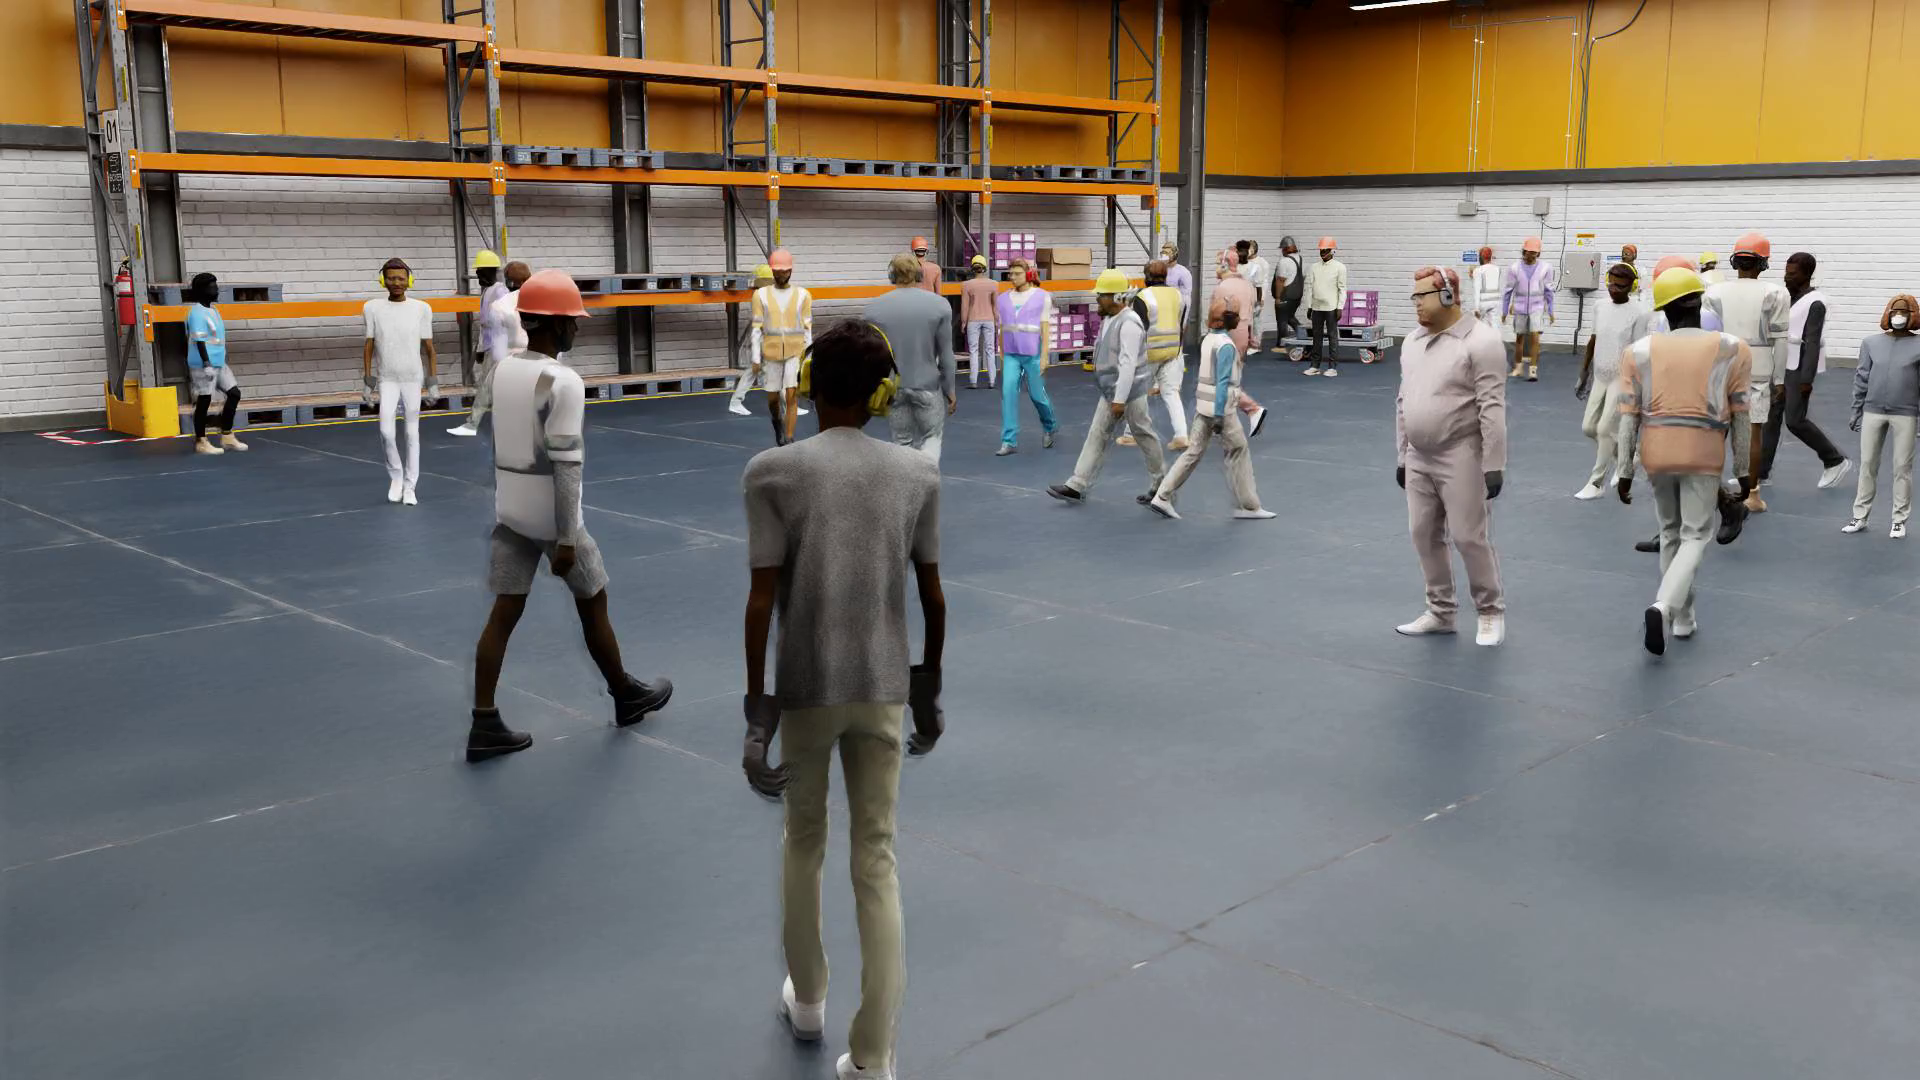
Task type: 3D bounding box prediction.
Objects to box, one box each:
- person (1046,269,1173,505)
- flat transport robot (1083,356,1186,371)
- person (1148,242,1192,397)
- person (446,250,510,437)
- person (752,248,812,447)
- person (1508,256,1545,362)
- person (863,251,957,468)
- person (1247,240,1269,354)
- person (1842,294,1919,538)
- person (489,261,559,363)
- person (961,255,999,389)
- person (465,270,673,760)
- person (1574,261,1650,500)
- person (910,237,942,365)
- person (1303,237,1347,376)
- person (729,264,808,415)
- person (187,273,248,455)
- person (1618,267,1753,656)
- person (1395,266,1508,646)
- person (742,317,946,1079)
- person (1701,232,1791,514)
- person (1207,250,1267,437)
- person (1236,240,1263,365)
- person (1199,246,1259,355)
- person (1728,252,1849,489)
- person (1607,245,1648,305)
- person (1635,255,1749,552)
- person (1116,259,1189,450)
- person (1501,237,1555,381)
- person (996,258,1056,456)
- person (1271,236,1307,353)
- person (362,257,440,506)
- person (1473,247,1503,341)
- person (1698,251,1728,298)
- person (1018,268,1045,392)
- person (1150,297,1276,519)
[{"bbox_3d":[1.171,-1.124,12.401,0.986,1.768,0.604,-3,11,-15],"label":"person"},{"bbox_3d":[2.567,-2.594,24.516,0.652,0.197,1.431,-10,14,-44],"label":"flat transport robot"},{"bbox_3d":[2.601,-2.743,20.795,0.636,1.938,0.357,10,14,44],"label":"person"},{"bbox_3d":[-4.705,-1.983,16.828,1.015,1.873,0.602,-5,12,-26],"label":"person"},{"bbox_3d":[-1.629,-1.719,15.284,0.556,1.913,0.848,-1,10,-5],"label":"person"},{"bbox_3d":[9.109,-3.763,26.658,0.534,1.822,0.407,-5,11,-25],"label":"person"},{"bbox_3d":[-0.351,-1.033,11.519,0.653,1.917,0.521,0,10,3],"label":"person"},{"bbox_3d":[4.969,-4.144,28.421,0.630,1.940,0.372,10,15,44],"label":"person"},{"bbox_3d":[6.262,-0.833,11.192,0.500,1.636,0.282,10,15,44],"label":"person"},{"bbox_3d":[-3.547,-1.385,13.712,0.616,1.822,0.790,-7,13,-34],"label":"person"},{"bbox_3d":[0.259,-2.865,21.933,0.523,1.762,0.329,-2,11,-13],"label":"person"},{"bbox_3d":[-1.613,-0.114,6.591,0.568,1.885,0.982,7,13,35],"label":"person"},{"bbox_3d":[5.036,-1.220,12.753,0.594,1.832,0.612,-5,12,-27],"label":"person"},{"bbox_3d":[-0.539,-3.100,22.571,0.610,1.996,0.378,-5,11,-25],"label":"person"},{"bbox_3d":[5.266,-3.357,23.977,0.611,1.995,0.380,10,15,44],"label":"person"},{"bbox_3d":[-2.211,-2.248,18.737,0.891,1.698,0.501,-2,11,-9],"label":"person"},{"bbox_3d":[-6.846,-1.616,15.325,0.553,1.676,0.558,-1,10,-4],"label":"person"},{"bbox_3d":[3.505,-0.384,8.104,0.602,1.872,0.870,8,13,36],"label":"person"},{"bbox_3d":[2.467,-0.416,8.301,0.552,1.879,0.683,-6,12,-29],"label":"person"},{"bbox_3d":[-0.282,0.392,4.016,0.539,1.813,0.815,-2,11,-12],"label":"person"},{"bbox_3d":[5.697,-1.209,12.128,0.608,2.044,0.371,7,13,34],"label":"person"},{"bbox_3d":[2.734,-1.933,16.530,0.725,1.885,0.642,7,13,34],"label":"person"},{"bbox_3d":[4.341,-3.653,25.715,0.634,1.940,0.789,3,11,16],"label":"person"},{"bbox_3d":[4.605,-4.015,27.999,0.980,1.857,0.669,-3,11,-18],"label":"person"},{"bbox_3d":[6.702,-1.352,13.320,0.812,1.895,0.609,1,10,3],"label":"person"},{"bbox_3d":[9.837,-3.414,24.594,0.574,1.883,0.355,10,15,44],"label":"person"},{"bbox_3d":[4.670,-0.860,10.620,0.655,1.901,0.563,-1,10,-5],"label":"person"},{"bbox_3d":[1.877,-1.751,15.775,0.630,1.804,0.898,-7,12,-32],"label":"person"},{"bbox_3d":[7.932,-3.215,23.219,0.717,1.986,0.936,4,11,23],"label":"person"},{"bbox_3d":[0.610,-1.714,15.489,0.570,1.820,0.838,5,12,25],"label":"person"},{"bbox_3d":[5.654,-4.228,28.598,0.687,2.000,0.638,-10,14,-43],"label":"person"},{"bbox_3d":[-4.188,-1.175,12.450,0.562,1.855,0.386,-4,11,-19],"label":"person"},{"bbox_3d":[8.342,-3.737,26.497,0.578,1.818,1.054,-4,11,-18],"label":"person"},{"bbox_3d":[10.808,-3.244,23.881,0.632,1.805,0.628,-5,11,-24],"label":"person"},{"bbox_3d":[0.858,-2.697,21.421,0.606,1.608,0.510,-8,13,-38],"label":"person"},{"bbox_3d":[1.786,-0.927,11.804,0.887,1.592,0.518,-2,11,-10],"label":"person"}]
